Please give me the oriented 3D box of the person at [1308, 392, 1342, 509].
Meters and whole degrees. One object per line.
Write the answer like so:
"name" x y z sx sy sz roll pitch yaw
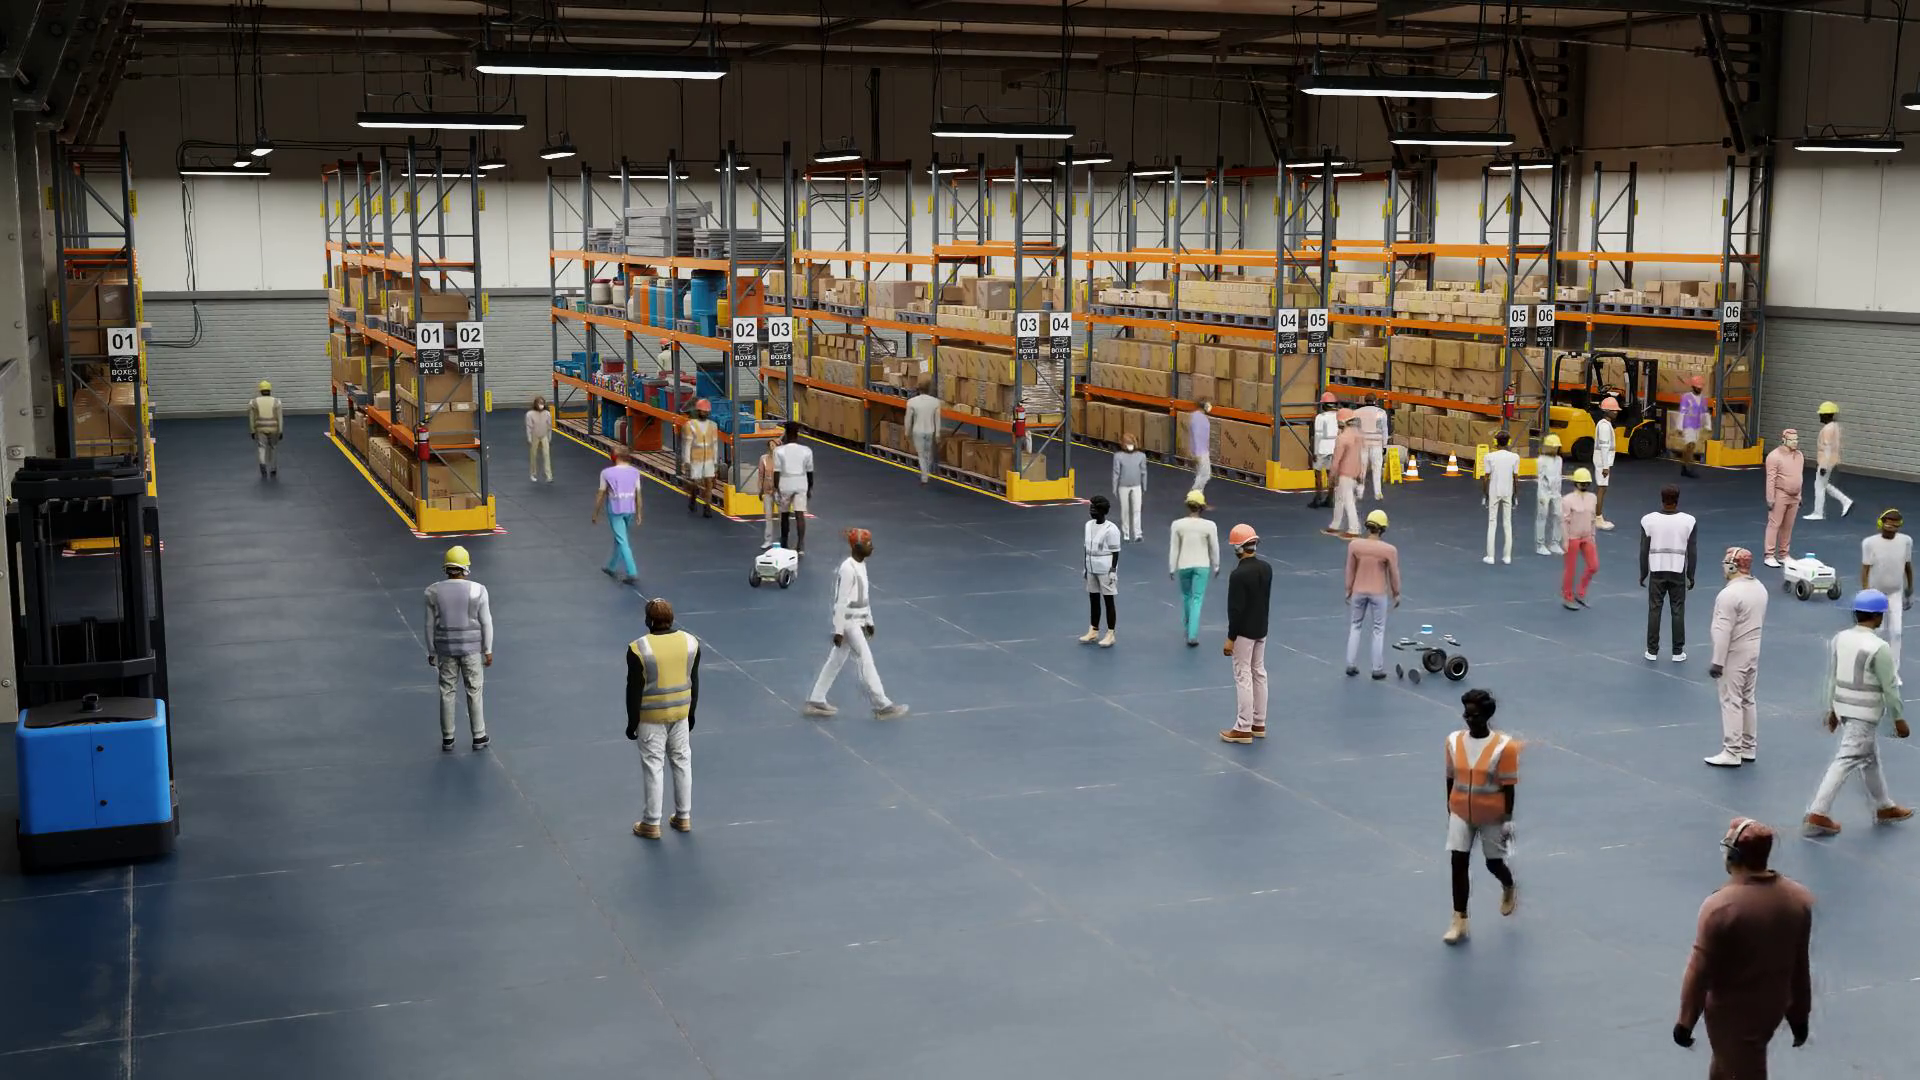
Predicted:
"person" 6.080 -1.494 34.863 0.573 1.925 0.422 -5 10 -30

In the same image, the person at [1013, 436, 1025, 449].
"person" 1.274 -2.883 43.867 0.667 2.007 0.911 -2 9 -14

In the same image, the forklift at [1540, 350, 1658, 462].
"forklift" 12.897 -2.725 42.309 2.313 2.155 1.214 -3 9 -21

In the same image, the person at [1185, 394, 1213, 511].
"person" 3.976 -1.425 34.357 0.422 1.928 0.659 3 9 17

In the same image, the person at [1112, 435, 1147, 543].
"person" 2.517 -0.754 31.009 0.530 1.585 0.843 0 9 -2

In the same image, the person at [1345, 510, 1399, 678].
"person" 4.271 0.559 21.725 0.547 1.759 0.336 5 10 28

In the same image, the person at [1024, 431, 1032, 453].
"person" 1.204 -2.410 41.106 0.574 1.883 0.356 -4 9 -25

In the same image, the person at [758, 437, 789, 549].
"person" -2.676 -0.684 30.399 0.522 1.638 0.309 2 9 12

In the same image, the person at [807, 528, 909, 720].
"person" -1.010 0.794 19.953 1.013 1.827 0.595 1 9 5

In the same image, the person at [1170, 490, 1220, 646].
"person" 2.653 0.298 23.595 0.534 1.719 0.925 3 9 20

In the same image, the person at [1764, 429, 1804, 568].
"person" 11.376 -0.581 28.828 0.646 1.907 0.401 -4 10 -26

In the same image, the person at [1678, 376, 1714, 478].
"person" 13.687 -2.092 38.917 0.575 1.890 0.801 -4 9 -24

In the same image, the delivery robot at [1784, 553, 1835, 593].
"delivery robot" 10.767 0.411 26.529 0.477 0.478 0.707 -1 9 -8

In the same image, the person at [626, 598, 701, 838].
"person" -2.303 1.356 16.128 0.626 1.844 0.429 -7 11 -38

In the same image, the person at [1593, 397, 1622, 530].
"person" 10.012 -1.194 32.459 0.394 2.044 0.609 2 9 14

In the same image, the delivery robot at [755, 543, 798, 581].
"delivery robot" -2.399 0.279 27.410 0.477 0.478 0.707 3 9 18

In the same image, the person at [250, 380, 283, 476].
"person" -12.946 -2.071 39.099 0.597 1.813 0.681 -2 9 -12

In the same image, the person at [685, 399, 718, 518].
"person" -4.173 -1.330 33.781 0.579 1.917 0.522 -4 9 -23

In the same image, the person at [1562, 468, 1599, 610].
"person" 7.568 -0.010 25.532 0.543 1.748 0.461 -3 9 -22

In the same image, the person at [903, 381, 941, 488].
"person" -0.714 -1.918 37.792 0.636 1.896 0.951 -4 9 -23

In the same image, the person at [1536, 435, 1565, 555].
"person" 8.424 -0.636 29.782 0.499 1.720 0.584 -4 10 -27

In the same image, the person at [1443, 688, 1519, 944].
"person" 3.454 1.783 13.810 0.533 1.679 0.670 6 11 36

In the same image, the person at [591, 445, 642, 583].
"person" -4.495 -0.352 27.693 0.588 1.797 0.994 -8 12 -43

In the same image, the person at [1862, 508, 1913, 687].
"person" 9.473 0.580 21.348 0.540 1.820 0.789 2 9 13

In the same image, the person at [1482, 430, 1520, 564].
"person" 7.514 -0.603 29.142 0.497 1.861 0.327 0 9 3

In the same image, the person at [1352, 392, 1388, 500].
"person" 7.042 -1.619 35.978 0.624 1.840 0.429 3 9 19

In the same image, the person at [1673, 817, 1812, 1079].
"person" 3.787 2.260 10.074 0.659 1.858 1.023 -5 10 -28

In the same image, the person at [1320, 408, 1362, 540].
"person" 5.664 -0.994 31.364 0.836 1.964 0.654 6 10 35

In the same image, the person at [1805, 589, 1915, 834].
"person" 6.986 1.320 16.196 1.002 1.899 0.604 -1 9 -7

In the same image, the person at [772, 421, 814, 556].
"person" -2.374 -0.736 29.895 0.613 1.912 0.984 -2 9 -15

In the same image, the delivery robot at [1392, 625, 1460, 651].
"delivery robot" 4.846 0.999 21.744 0.698 0.223 0.335 -3 9 -18

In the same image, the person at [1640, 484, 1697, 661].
"person" 7.631 0.351 22.589 0.590 1.915 0.392 3 9 20

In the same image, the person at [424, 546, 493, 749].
"person" -4.485 0.962 18.783 0.600 1.831 0.404 0 9 -3

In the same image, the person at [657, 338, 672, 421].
"person" -7.106 -3.902 50.708 0.407 1.987 0.614 6 11 36

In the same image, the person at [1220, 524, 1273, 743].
"person" 2.599 0.842 19.076 0.392 1.985 0.610 7 11 38

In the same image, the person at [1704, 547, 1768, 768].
"person" 6.755 1.009 18.269 0.645 1.901 0.397 -8 12 -43

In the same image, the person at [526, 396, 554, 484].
"person" -7.682 -1.831 38.232 0.502 1.589 0.869 -4 9 -25

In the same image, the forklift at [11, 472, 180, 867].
"forklift" -6.630 0.886 15.957 1.129 2.768 1.873 -3 9 -21

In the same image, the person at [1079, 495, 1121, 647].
"person" 1.572 0.336 23.394 0.322 1.699 0.536 -7 11 -38

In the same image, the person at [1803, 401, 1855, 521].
"person" 13.835 -1.247 33.266 0.659 1.909 0.590 5 10 30
